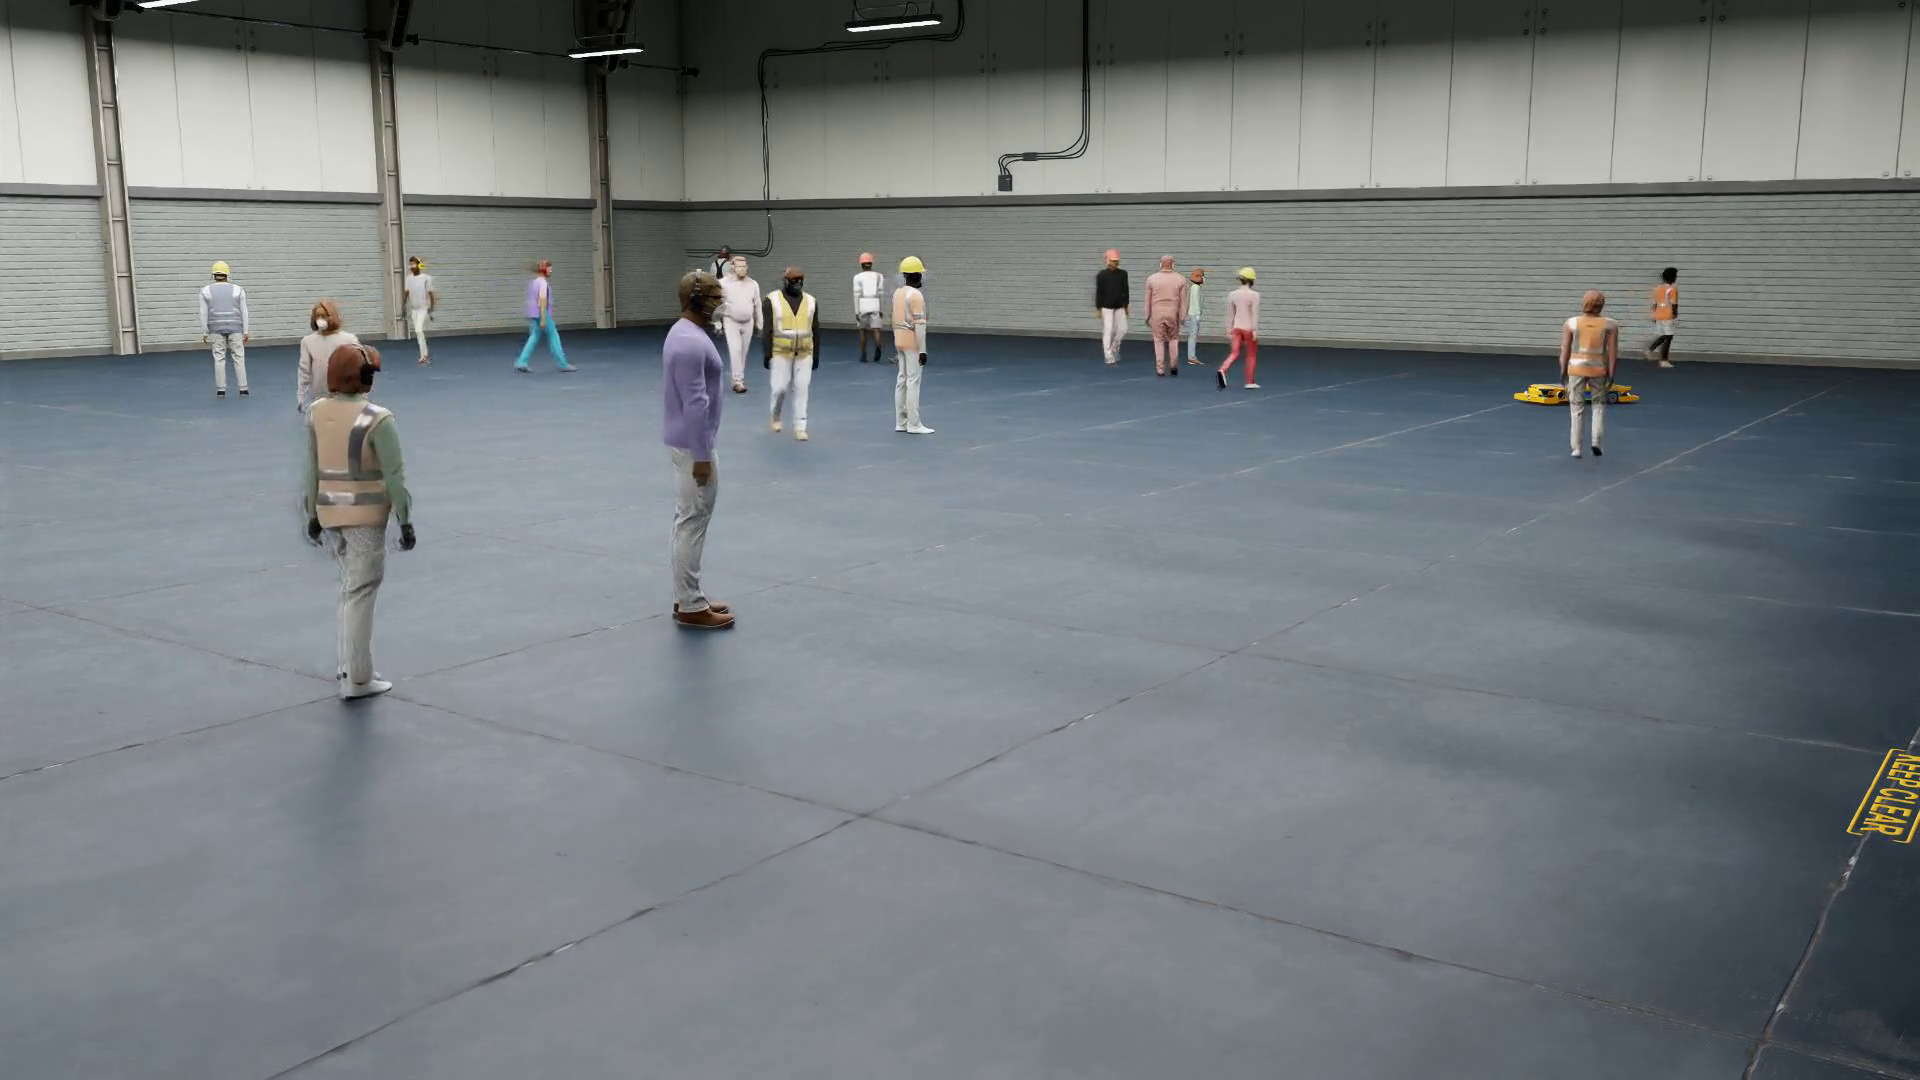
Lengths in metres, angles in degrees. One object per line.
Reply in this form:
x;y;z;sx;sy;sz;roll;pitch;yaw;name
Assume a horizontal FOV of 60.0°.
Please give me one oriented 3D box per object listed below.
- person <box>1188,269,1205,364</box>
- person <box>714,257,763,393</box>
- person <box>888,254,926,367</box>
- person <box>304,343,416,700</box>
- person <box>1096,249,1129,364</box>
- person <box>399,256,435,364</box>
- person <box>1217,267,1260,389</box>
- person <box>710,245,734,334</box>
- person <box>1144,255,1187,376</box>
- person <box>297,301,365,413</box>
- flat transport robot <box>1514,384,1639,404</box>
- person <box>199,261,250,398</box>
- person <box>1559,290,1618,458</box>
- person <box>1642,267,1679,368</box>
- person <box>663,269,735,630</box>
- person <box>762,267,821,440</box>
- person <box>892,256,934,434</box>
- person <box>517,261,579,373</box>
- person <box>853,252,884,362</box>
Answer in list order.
4.088;-3.860;28.748;0.279;1.634;0.497;0;10;2;person
-3.001;-2.967;23.048;0.679;1.873;0.877;-6;12;-32;person
-0.940;-3.846;27.961;0.659;1.886;1.005;8;13;39;person
-2.719;-0.087;7.624;0.545;1.620;0.455;5;11;27;person
2.654;-4.033;28.759;0.637;1.974;0.433;-4;11;-21;person
-9.377;-3.951;28.654;0.518;1.847;0.579;4;11;22;person
3.995;-2.997;23.612;0.713;1.746;0.528;-9;13;-41;person
-5.356;-5.753;38.210;0.684;2.000;0.538;6;12;30;person
3.220;-3.520;26.155;0.649;1.885;0.679;0;10;3;person
-5.280;-1.191;13.899;0.523;1.584;0.865;1;10;7;person
8.052;-1.921;21.708;1.431;0.197;0.652;-3;10;-15;flat transport robot
-9.922;-2.838;22.467;0.588;1.835;0.404;-4;11;-21;person
6.082;-1.603;16.139;0.523;1.627;0.400;3;11;17;person
11.738;-3.697;27.717;0.415;1.686;0.539;-1;10;-8;person
-1.431;-0.489;9.017;0.355;1.936;0.635;-2;10;-12;person
-1.788;-1.976;17.649;0.646;1.830;0.547;-4;11;-21;person
-0.529;-2.124;18.196;0.360;1.930;0.589;-6;12;-30;person
-6.710;-3.582;26.747;0.970;1.800;0.588;-5;11;-26;person
-1.570;-4.014;28.806;0.549;1.918;0.785;-3;10;-14;person
